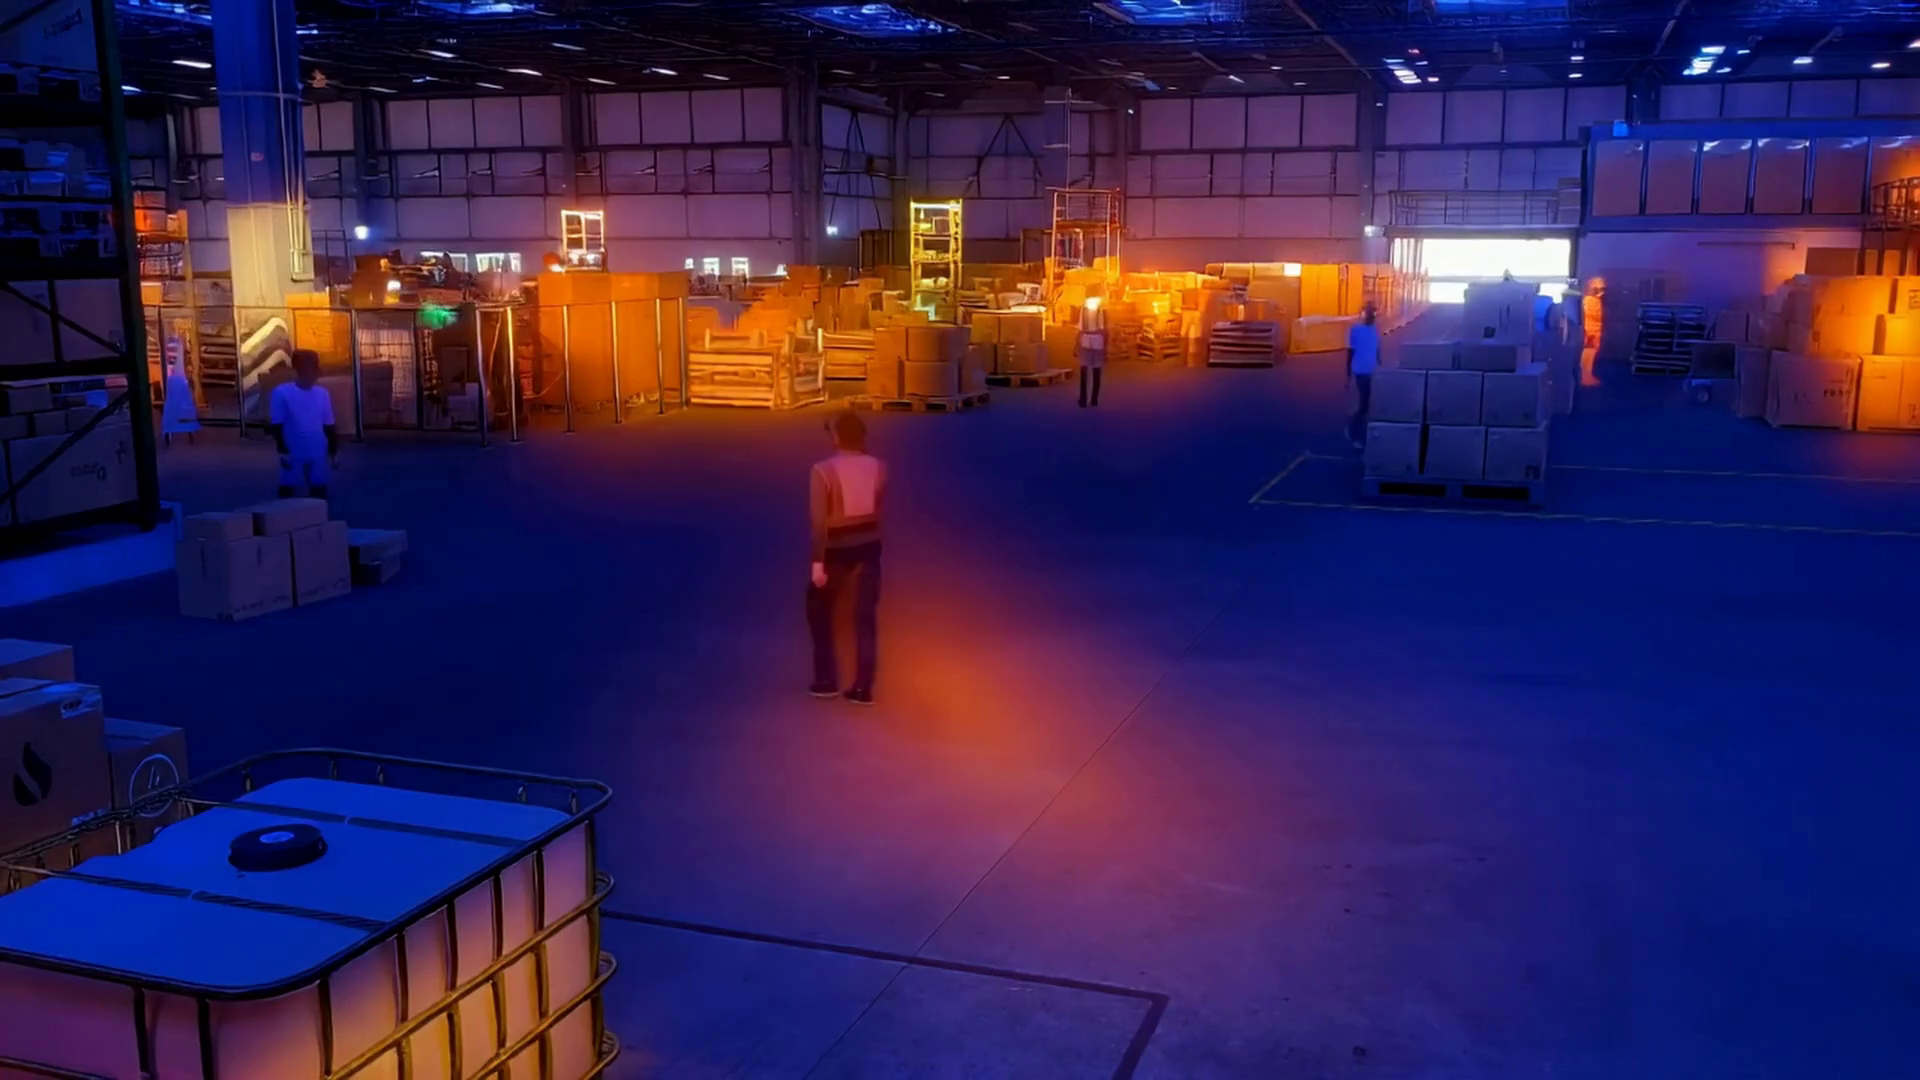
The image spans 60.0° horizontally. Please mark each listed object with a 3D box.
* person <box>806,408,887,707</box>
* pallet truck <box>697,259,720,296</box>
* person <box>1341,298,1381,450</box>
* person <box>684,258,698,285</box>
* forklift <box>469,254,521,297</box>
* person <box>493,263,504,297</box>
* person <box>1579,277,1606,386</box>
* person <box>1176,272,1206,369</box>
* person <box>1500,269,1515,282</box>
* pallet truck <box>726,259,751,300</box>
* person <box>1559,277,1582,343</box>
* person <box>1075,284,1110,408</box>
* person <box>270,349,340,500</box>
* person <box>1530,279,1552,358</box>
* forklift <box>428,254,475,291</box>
[{"bbox_3d":[-0.642,0.089,9.105,0.534,1.616,0.552,-7,12,-36],"label":"person"},{"bbox_3d":[-9.165,-9.627,62.776,0.823,1.965,1.885,4,11,23],"label":"pallet truck"},{"bbox_3d":[4.953,-2.008,20.269,0.504,1.857,0.405,-8,13,-39],"label":"person"},{"bbox_3d":[-9.349,-8.713,57.534,0.407,2.035,0.608,7,12,34],"label":"person"},{"bbox_3d":[-17.990,-10.121,64.684,1.157,1.987,2.680,3,11,17],"label":"forklift"},{"bbox_3d":[-16.315,-8.792,58.440,0.967,1.856,0.681,-2,10,-10],"label":"person"},{"bbox_3d":[11.319,-3.728,29.728,0.544,1.936,0.359,-9,13,-40],"label":"person"},{"bbox_3d":[4.667,-4.443,33.666,0.607,1.966,0.367,-2,10,-13],"label":"person"},{"bbox_3d":[15.995,-7.009,48.556,0.514,1.822,0.790,-3,10,-16],"label":"person"},{"bbox_3d":[-7.986,-9.493,62.019,0.823,1.965,1.885,3,11,17],"label":"pallet truck"},{"bbox_3d":[14.491,-5.368,39.519,0.516,1.738,0.830,5,11,28],"label":"person"},{"bbox_3d":[2.028,-2.978,25.633,0.571,1.884,0.972,2,10,12],"label":"person"},{"bbox_3d":[-5.305,-0.694,13.354,0.460,1.677,0.644,8,13,38],"label":"person"},{"bbox_3d":[10.464,-3.818,30.402,0.598,1.878,0.956,1,10,3],"label":"person"},{"bbox_3d":[-20.133,-10.254,65.465,1.157,1.987,2.680,3,11,19],"label":"forklift"}]
